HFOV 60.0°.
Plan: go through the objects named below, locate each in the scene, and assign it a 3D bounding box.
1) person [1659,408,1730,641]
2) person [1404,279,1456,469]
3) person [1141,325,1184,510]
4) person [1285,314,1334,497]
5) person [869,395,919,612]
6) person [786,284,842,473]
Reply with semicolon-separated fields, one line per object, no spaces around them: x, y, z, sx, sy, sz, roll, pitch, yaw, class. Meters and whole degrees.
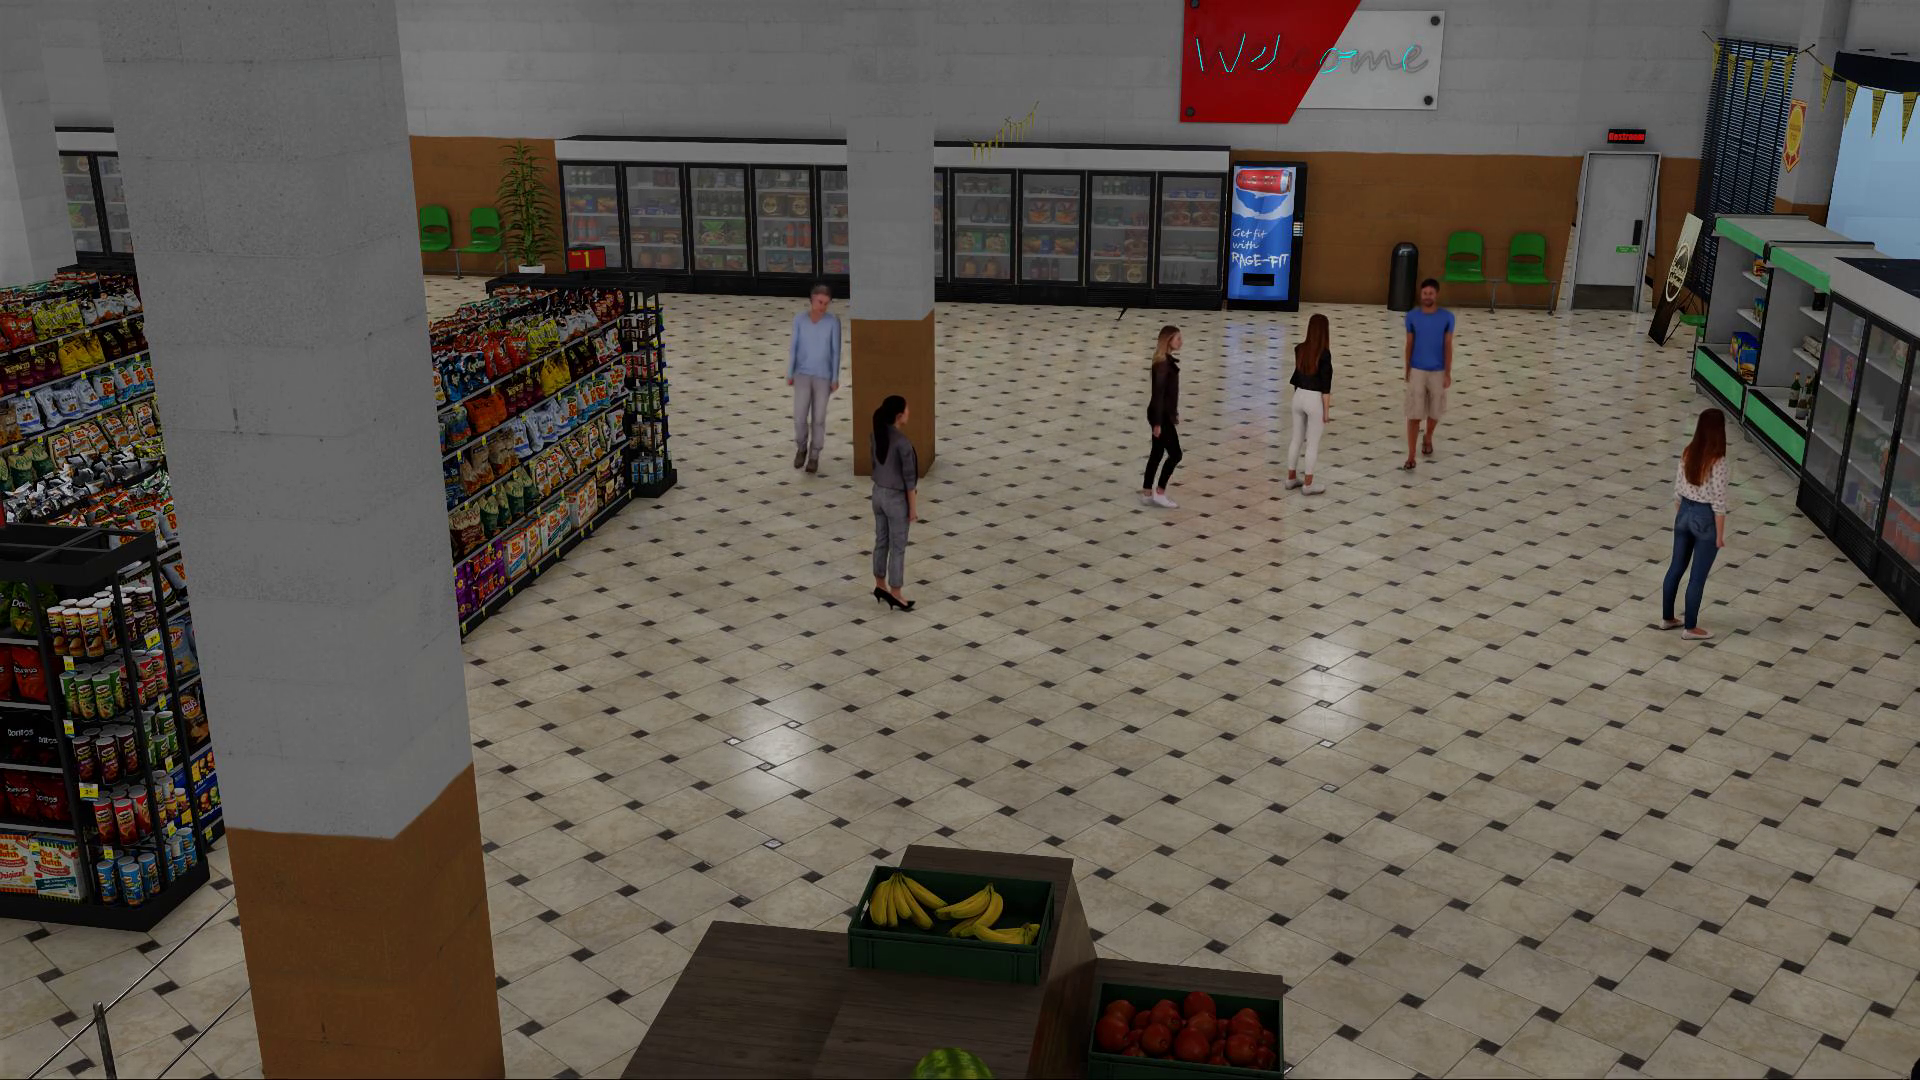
5.396;-0.128;12.173;0.719;1.727;0.618;-8;20;-22;person
4.692;-1.695;16.643;0.719;1.840;1.215;5;19;15;person
1.754;-1.115;15.159;0.665;1.690;0.516;3;19;9;person
3.280;-1.280;15.634;0.718;1.699;0.664;-14;23;-35;person
-0.528;-0.283;12.712;0.756;1.676;0.716;-16;24;-39;person
-1.411;-1.588;16.296;0.744;1.859;0.697;2;19;6;person
